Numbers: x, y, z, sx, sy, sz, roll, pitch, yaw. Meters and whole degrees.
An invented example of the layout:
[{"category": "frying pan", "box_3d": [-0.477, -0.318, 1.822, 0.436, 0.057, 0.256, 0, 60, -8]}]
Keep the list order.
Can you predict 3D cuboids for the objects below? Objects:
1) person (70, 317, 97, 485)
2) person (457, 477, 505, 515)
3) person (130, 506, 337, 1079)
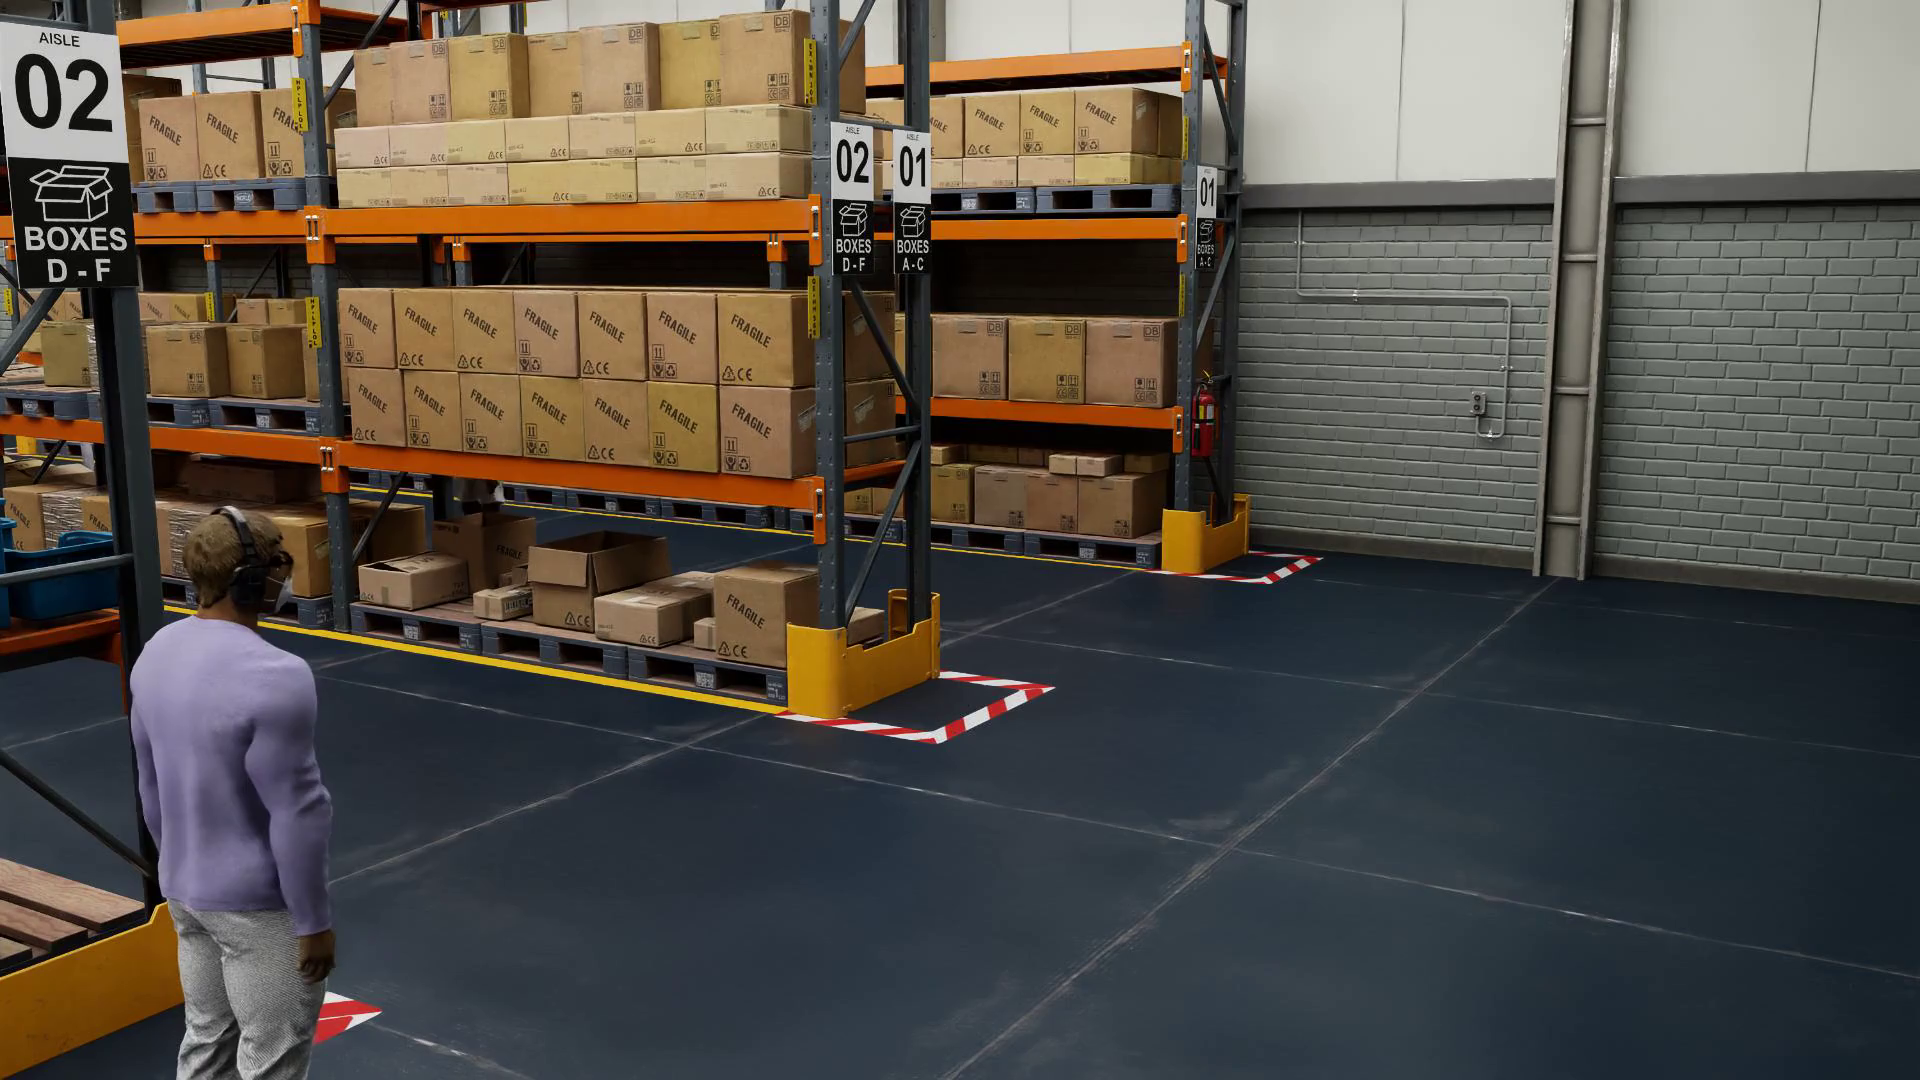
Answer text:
[{"category": "person", "box_3d": [-9.613, -1.507, 18.260, 0.335, 1.873, 0.520, 5, 11, 25]}, {"category": "person", "box_3d": [-3.684, -0.592, 12.600, 0.725, 1.989, 0.388, 7, 12, 35]}, {"category": "person", "box_3d": [-1.759, 0.877, 4.101, 0.629, 1.940, 0.376, 6, 12, 33]}]
